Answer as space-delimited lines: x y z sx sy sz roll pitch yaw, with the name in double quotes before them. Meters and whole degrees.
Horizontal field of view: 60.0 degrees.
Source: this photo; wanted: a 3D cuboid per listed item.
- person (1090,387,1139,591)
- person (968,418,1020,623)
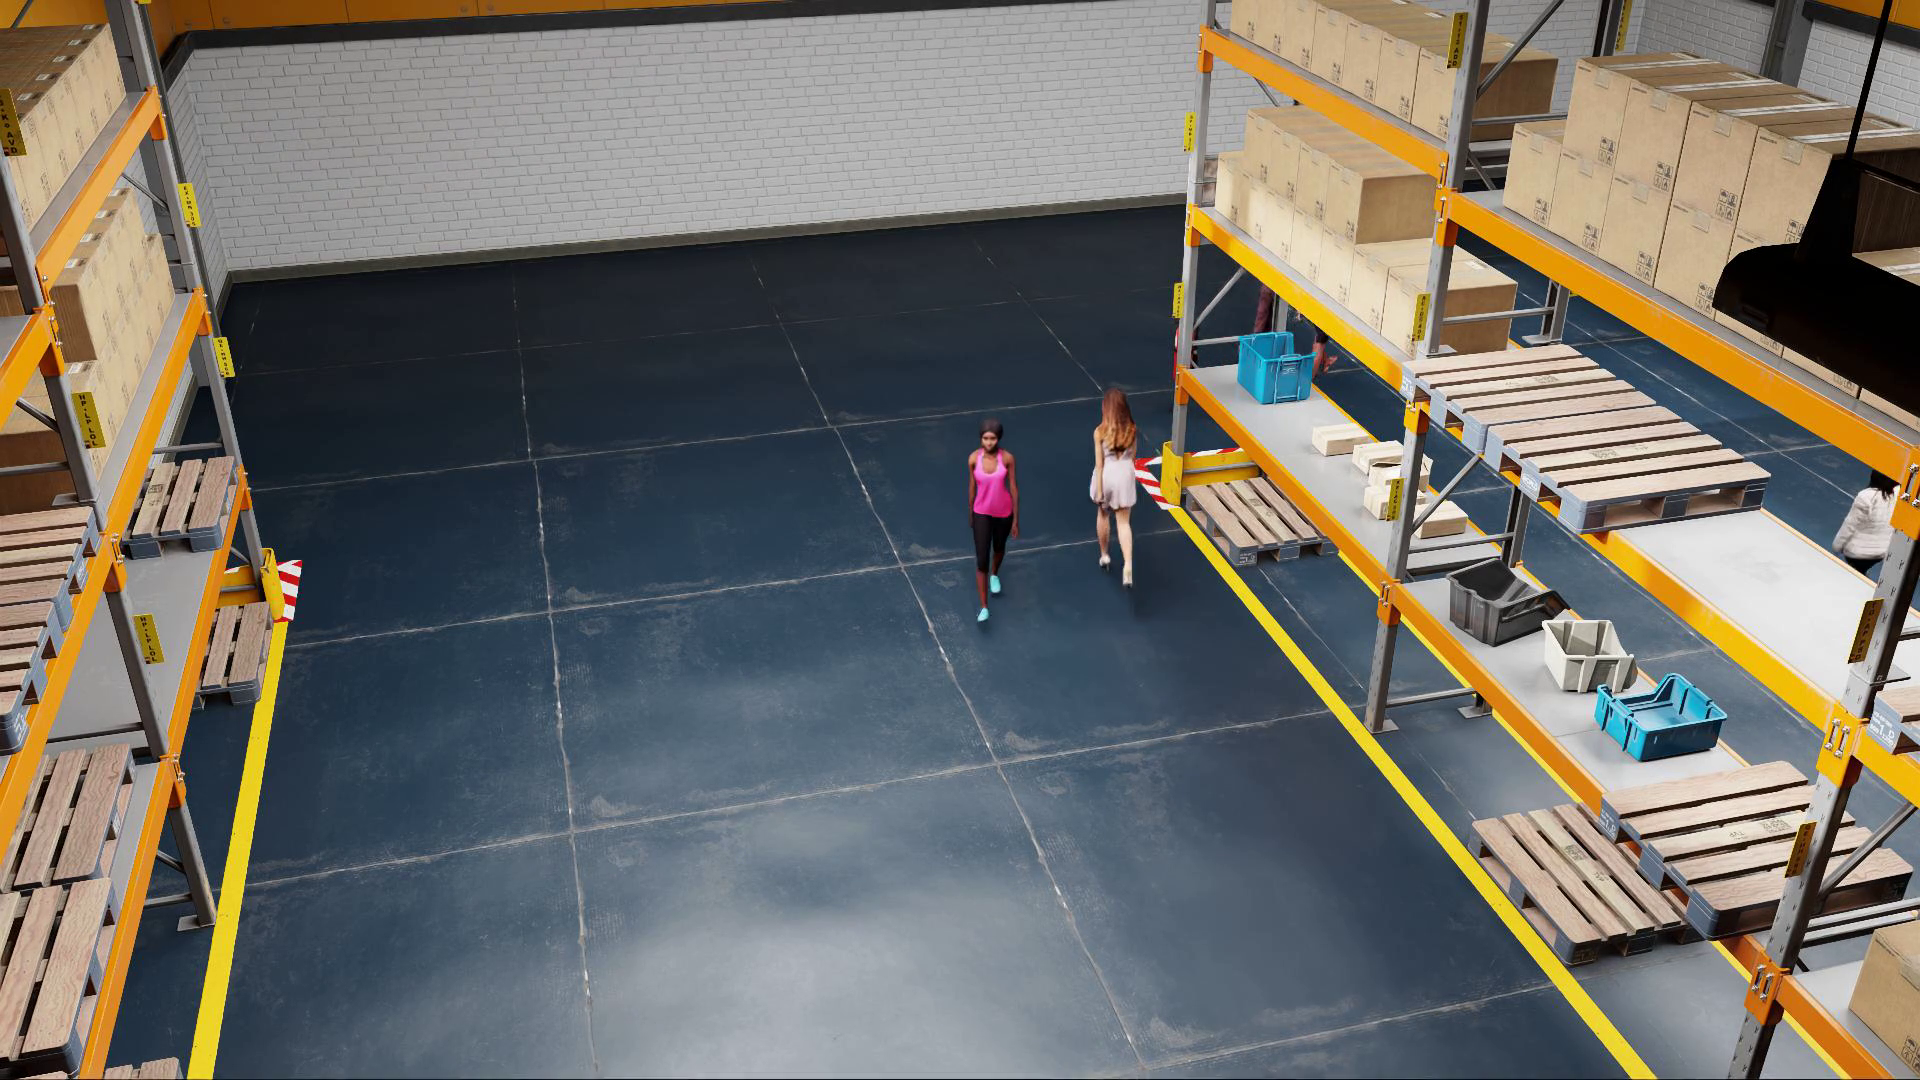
"person" 1.316 -0.388 13.799 0.671 1.743 1.088 -3 29 -6
"person" 0.282 -0.226 13.580 0.807 1.669 1.169 1 29 2
